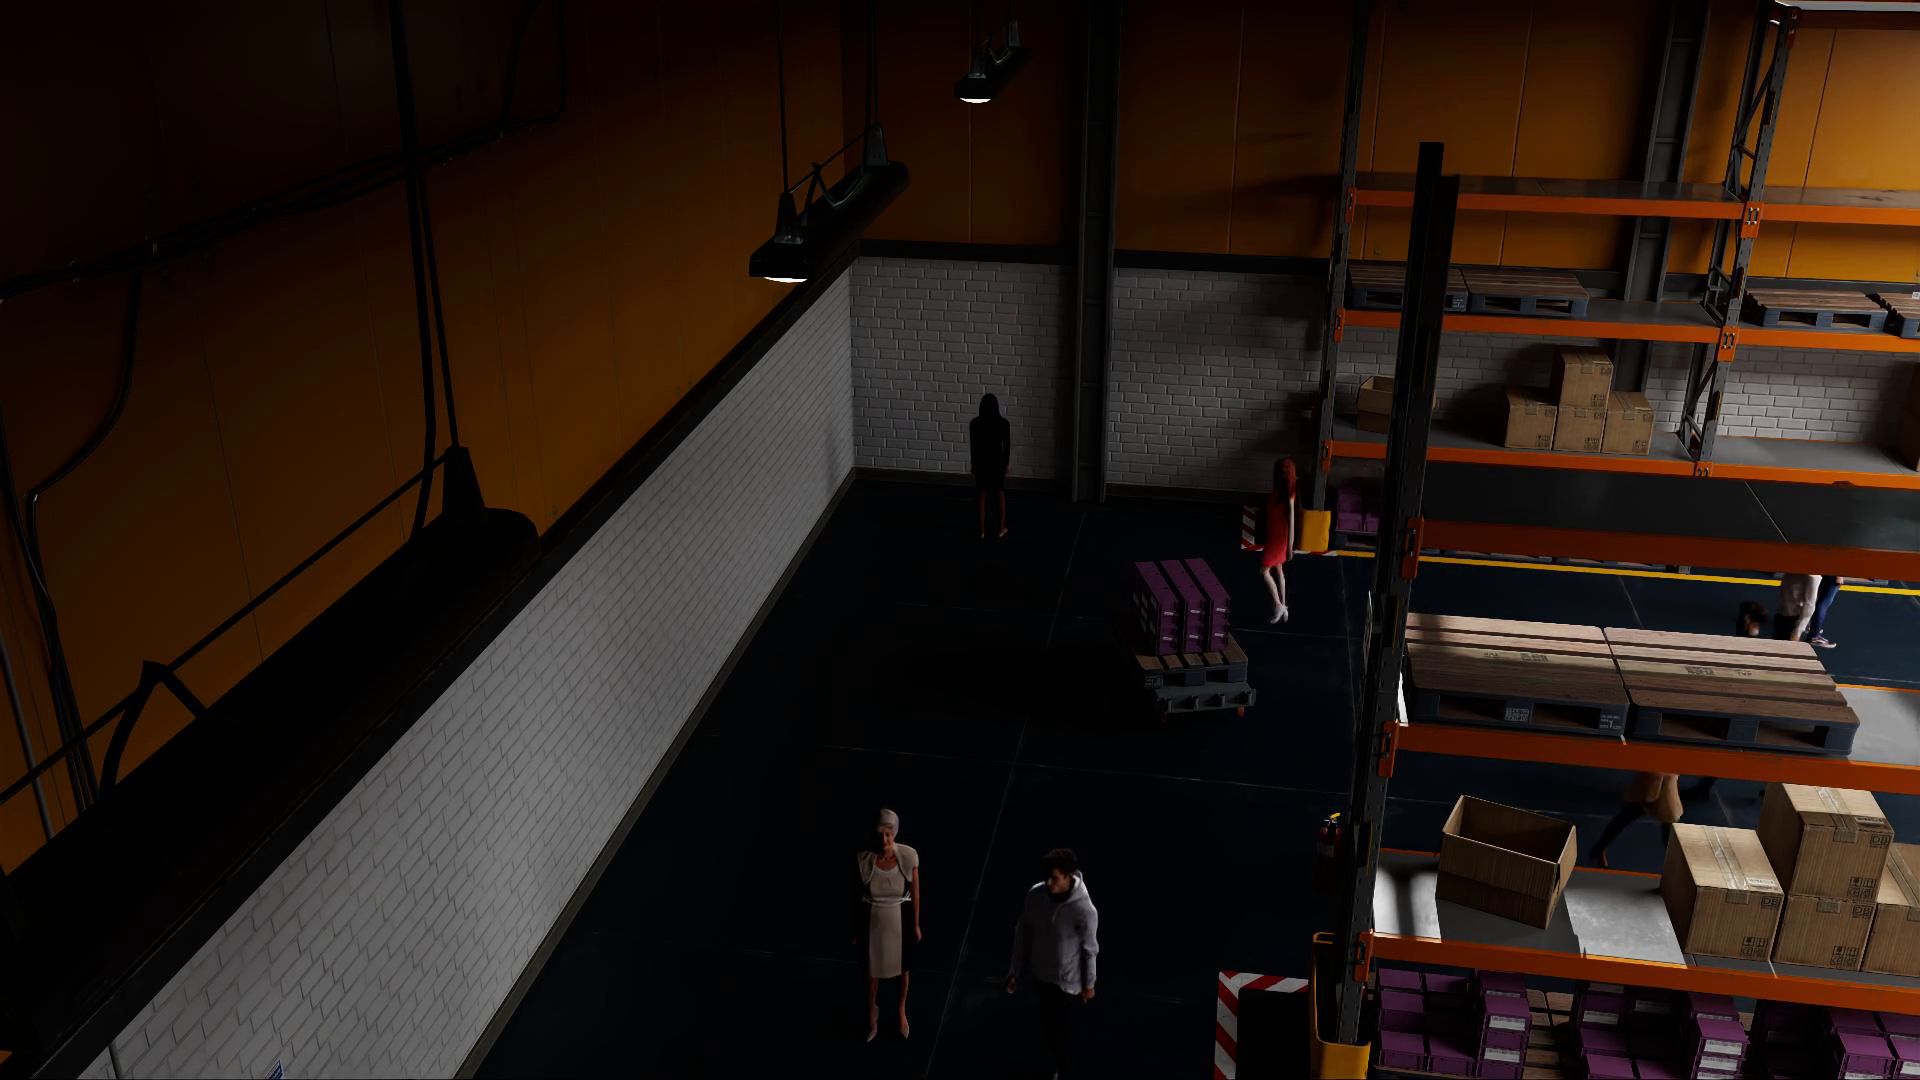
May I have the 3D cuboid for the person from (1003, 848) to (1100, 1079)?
[{"bbox_3d":[0.675,2.722,10.595,0.791,1.909,0.881,19,30,36],"label":"person"}]

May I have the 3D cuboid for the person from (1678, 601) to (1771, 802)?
[{"bbox_3d":[6.521,1.365,13.755,1.129,1.864,0.734,5,24,12],"label":"person"}]

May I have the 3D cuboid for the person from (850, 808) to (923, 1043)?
[{"bbox_3d":[-0.495,2.568,11.138,0.555,1.756,0.744,-2,24,-4],"label":"person"}]

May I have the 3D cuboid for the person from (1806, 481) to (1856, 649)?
[{"bbox_3d":[8.669,0.208,16.591,0.626,1.713,0.649,2,24,5],"label":"person"}]

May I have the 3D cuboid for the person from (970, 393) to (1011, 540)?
[{"bbox_3d":[0.339,-0.858,19.020,0.496,1.720,0.708,0,24,-1],"label":"person"}]

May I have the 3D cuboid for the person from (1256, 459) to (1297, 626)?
[{"bbox_3d":[3.315,0.033,16.867,0.644,1.813,0.637,0,24,0],"label":"person"}]
